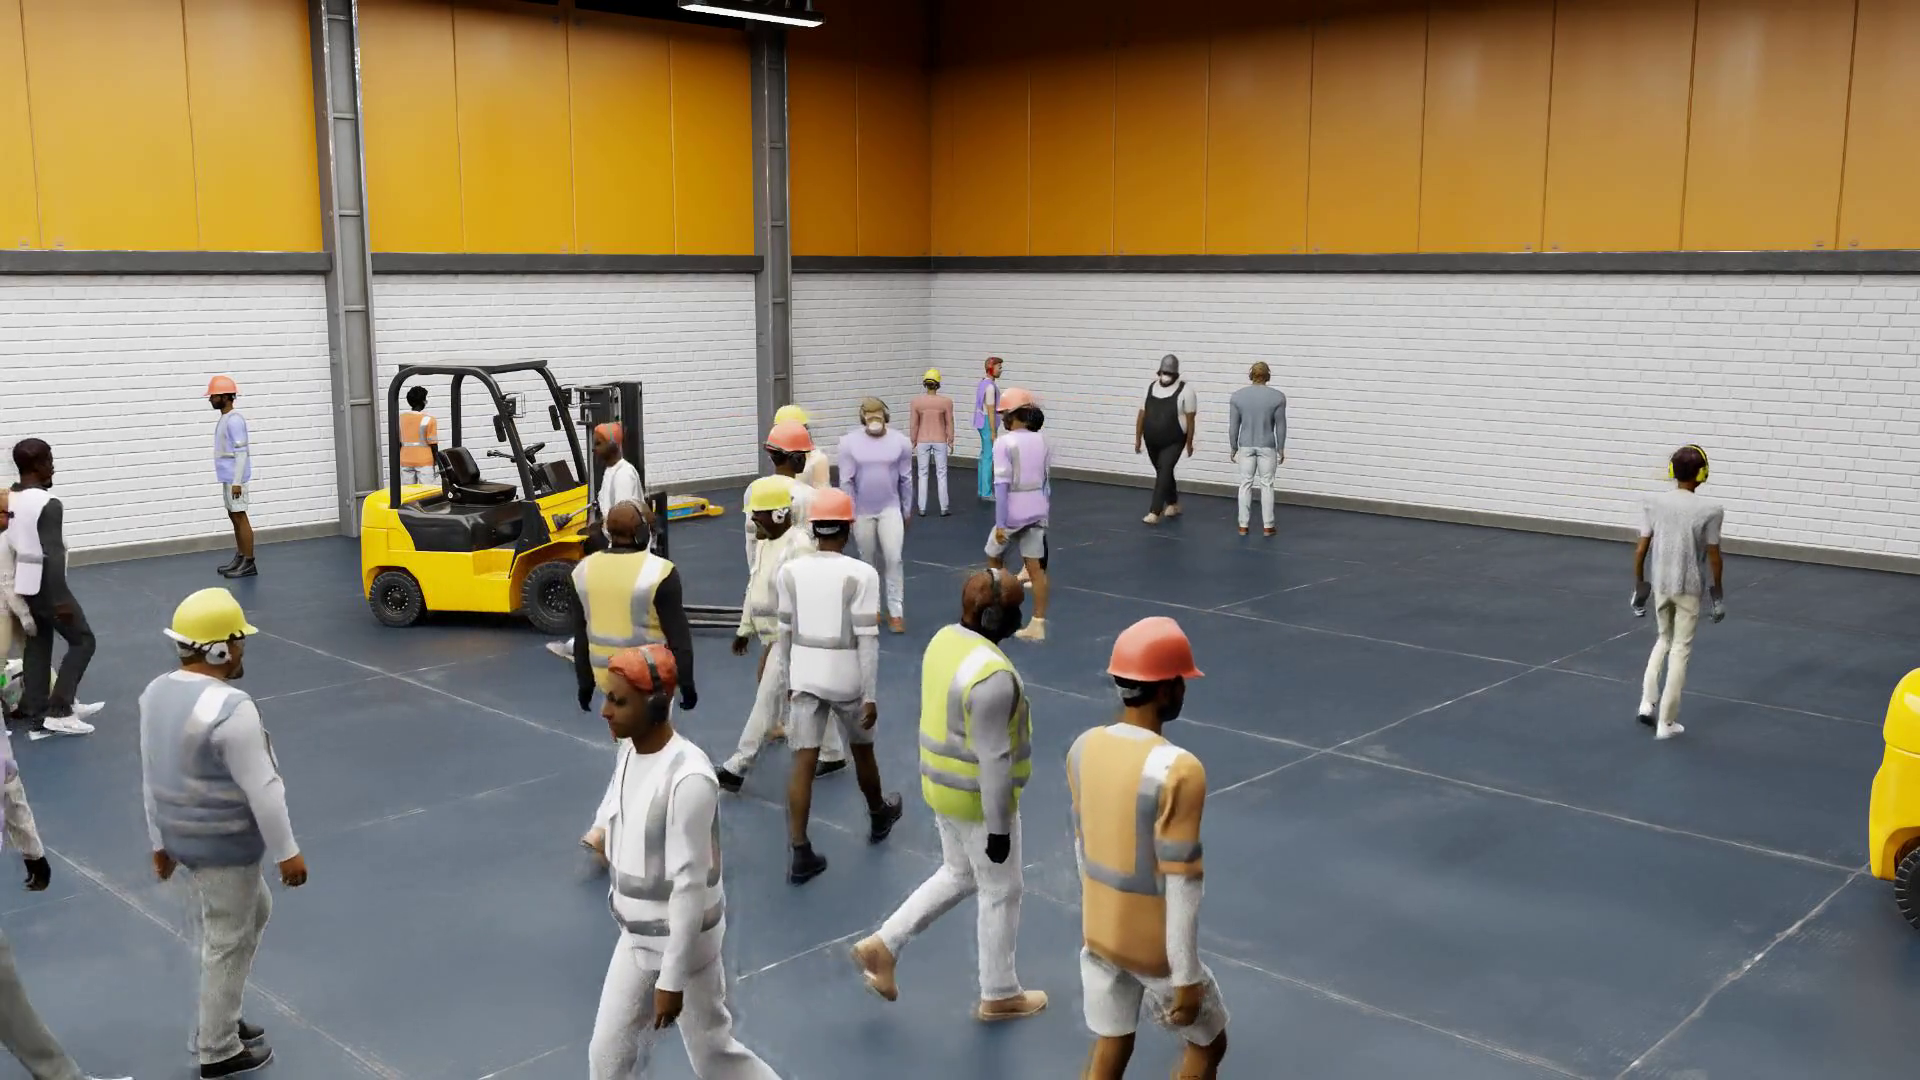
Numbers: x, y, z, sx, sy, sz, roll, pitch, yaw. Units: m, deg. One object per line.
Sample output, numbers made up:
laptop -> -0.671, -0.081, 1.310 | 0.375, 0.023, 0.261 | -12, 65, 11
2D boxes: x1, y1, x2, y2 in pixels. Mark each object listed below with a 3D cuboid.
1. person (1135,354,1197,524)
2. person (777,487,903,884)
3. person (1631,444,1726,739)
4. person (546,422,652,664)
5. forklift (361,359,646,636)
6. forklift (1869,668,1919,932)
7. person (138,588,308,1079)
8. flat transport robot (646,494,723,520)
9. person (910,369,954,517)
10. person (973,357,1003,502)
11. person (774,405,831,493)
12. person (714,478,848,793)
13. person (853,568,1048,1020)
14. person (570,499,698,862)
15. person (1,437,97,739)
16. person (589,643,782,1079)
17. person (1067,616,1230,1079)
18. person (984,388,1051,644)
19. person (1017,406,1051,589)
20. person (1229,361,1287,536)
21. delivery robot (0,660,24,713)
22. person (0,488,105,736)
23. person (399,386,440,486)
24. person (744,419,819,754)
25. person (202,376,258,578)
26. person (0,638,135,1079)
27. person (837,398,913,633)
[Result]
person -> 2.418, -1.243, 19.533 | 0.695, 2.000, 1.055 | 6, 11, 34
person -> -0.613, 0.677, 8.260 | 0.563, 1.874, 0.992 | 3, 10, 18
person -> 4.530, 0.330, 10.457 | 0.432, 1.855, 0.504 | -8, 12, -40
person -> -2.549, 0.048, 12.263 | 1.018, 1.822, 0.596 | -4, 10, -24
forklift -> -3.850, -0.407, 13.936 | 2.313, 2.155, 1.214 | 2, 9, 11
forklift -> 5.205, 0.723, 7.013 | 2.313, 2.155, 1.214 | 9, 13, 43
person -> -2.637, 1.072, 6.035 | 0.597, 1.815, 0.478 | 8, 12, 41
flat transport robot -> -3.523, -0.351, 19.477 | 0.652, 0.197, 1.431 | 7, 12, 38
person -> -0.332, -1.156, 19.837 | 0.528, 1.767, 0.329 | 1, 9, 5
person -> 0.356, -1.401, 21.105 | 0.375, 1.841, 0.567 | -1, 9, -7
person -> -1.199, -0.095, 12.913 | 0.484, 1.897, 0.718 | -9, 13, -42
person -> -1.065, 0.537, 9.409 | 0.962, 1.774, 0.593 | -4, 10, -22
person -> -0.011, 1.004, 6.434 | 0.679, 1.820, 0.648 | -4, 10, -22
person -> -1.667, 0.696, 8.376 | 0.631, 1.815, 0.897 | 5, 10, 27
person -> -5.725, 0.306, 10.434 | 0.623, 1.905, 0.500 | 6, 11, 31
person -> -0.840, 1.209, 5.113 | 0.931, 1.851, 0.570 | -7, 11, -35
person -> 0.608, 1.177, 5.060 | 0.623, 1.918, 0.586 | -7, 12, -37
person -> 0.397, -0.205, 13.253 | 0.641, 2.004, 0.893 | -8, 12, -40
person -> 0.662, -0.399, 15.412 | 0.319, 1.696, 0.532 | -4, 10, -21
person -> 3.289, -1.008, 18.408 | 0.630, 1.938, 0.369 | 3, 10, 18
delivery robot -> -6.391, 0.899, 10.657 | 0.707, 0.478, 0.477 | -1, 9, -3
person -> -5.889, 0.462, 10.443 | 0.817, 1.585, 0.523 | -4, 10, -21
person -> -5.859, -0.818, 18.001 | 0.534, 1.691, 0.318 | 3, 10, 16
person -> -1.037, 0.283, 10.171 | 0.611, 2.043, 0.374 | 8, 12, 39
person -> -6.993, -0.602, 15.922 | 0.371, 1.935, 0.551 | -6, 11, -33
person -> -3.296, 1.096, 5.657 | 0.943, 1.880, 0.613 | 0, 9, -2
person -> -0.678, -0.194, 13.496 | 0.620, 1.903, 0.837 | -1, 9, -3
